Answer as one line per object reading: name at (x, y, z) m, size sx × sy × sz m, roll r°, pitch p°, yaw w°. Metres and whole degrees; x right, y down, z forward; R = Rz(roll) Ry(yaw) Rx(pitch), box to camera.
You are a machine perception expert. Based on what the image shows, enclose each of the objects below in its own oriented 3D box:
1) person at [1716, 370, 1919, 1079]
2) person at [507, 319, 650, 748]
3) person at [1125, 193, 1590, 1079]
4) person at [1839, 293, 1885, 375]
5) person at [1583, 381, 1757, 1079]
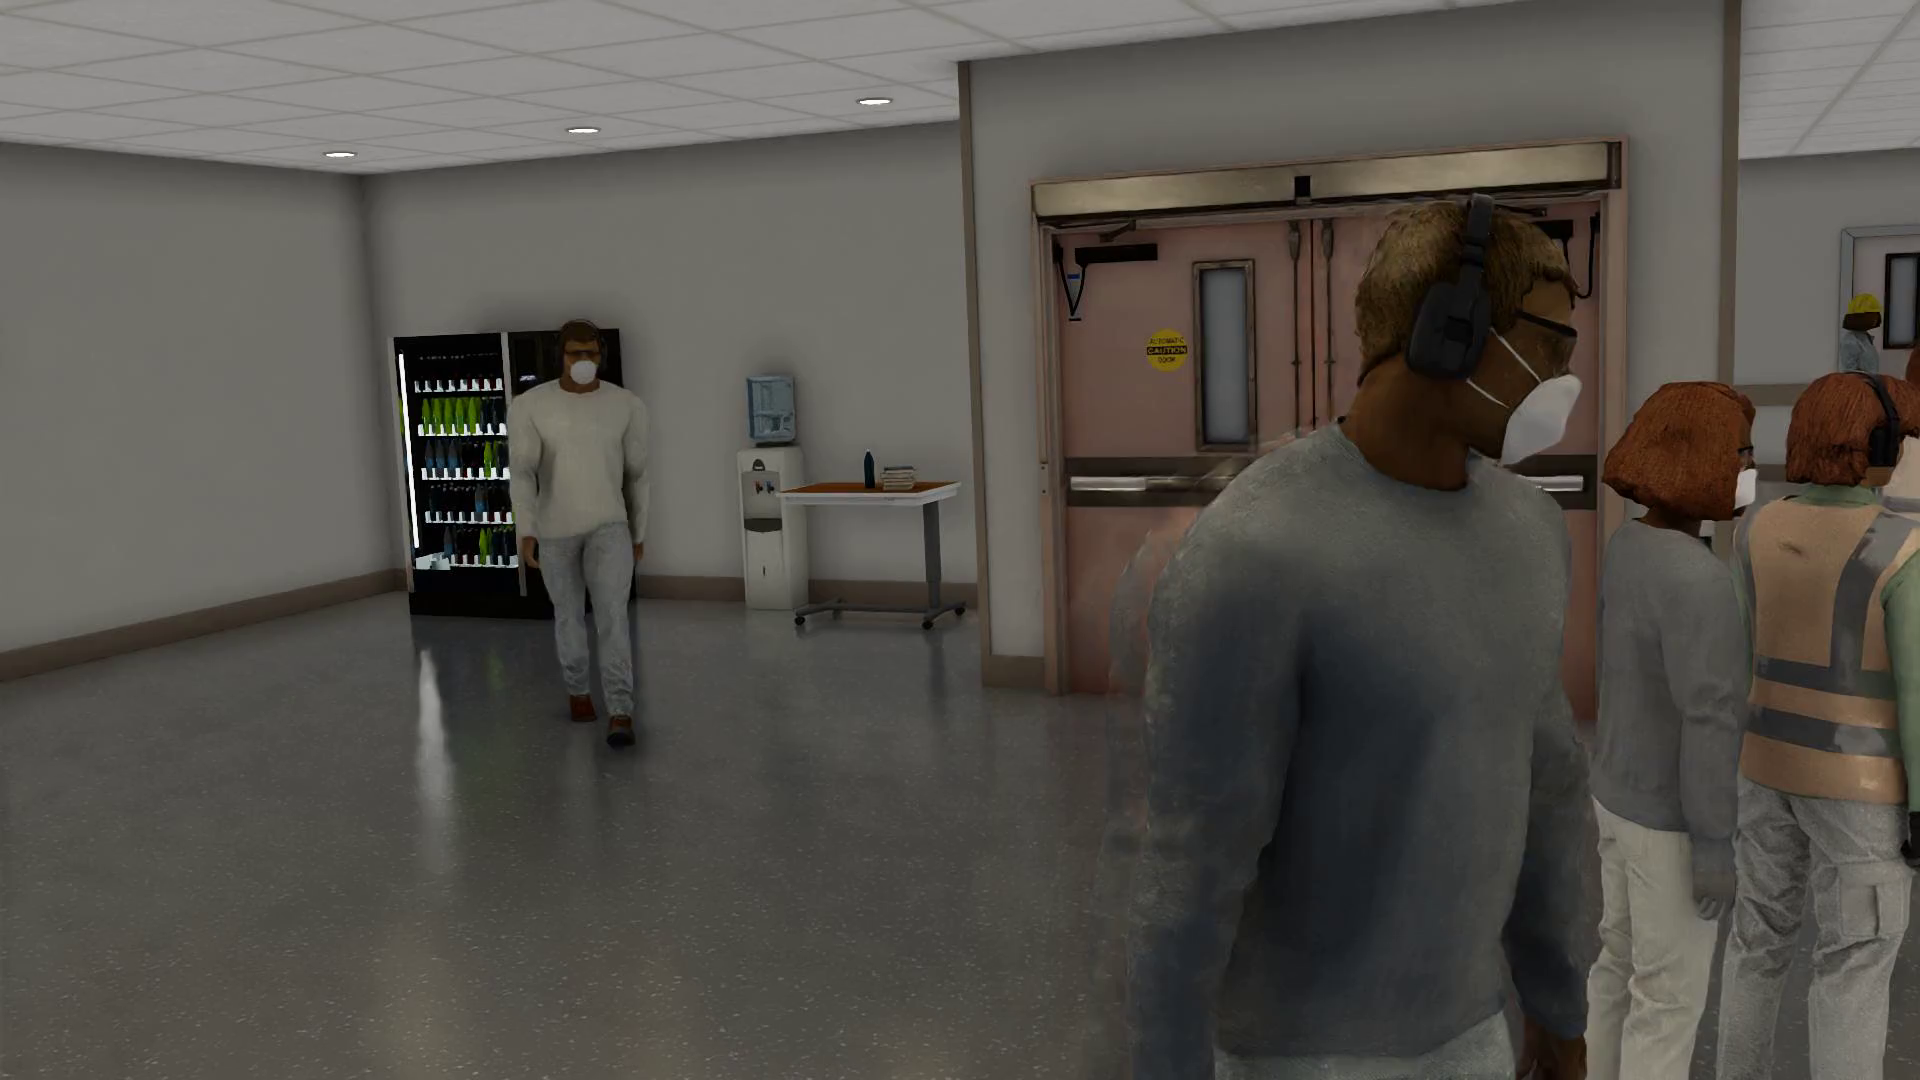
person at (1.720, 0.485, 3.293) m, size 0.318 × 1.630 × 0.514 m, roll -4°, pitch 8°, yaw -16°
person at (-1.673, -0.037, 7.436) m, size 0.623 × 1.879 × 1.069 m, roll -4°, pitch 8°, yaw -14°
person at (0.487, 0.576, 1.912) m, size 0.692 × 1.907 × 0.438 m, roll -9°, pitch 10°, yaw -40°
person at (6.960, -1.027, 12.862) m, size 0.302 × 1.745 × 0.483 m, roll 4°, pitch 10°, yaw 42°
person at (1.330, 0.523, 3.105) m, size 0.287 × 1.631 × 0.501 m, roll -2°, pitch 7°, yaw 5°
